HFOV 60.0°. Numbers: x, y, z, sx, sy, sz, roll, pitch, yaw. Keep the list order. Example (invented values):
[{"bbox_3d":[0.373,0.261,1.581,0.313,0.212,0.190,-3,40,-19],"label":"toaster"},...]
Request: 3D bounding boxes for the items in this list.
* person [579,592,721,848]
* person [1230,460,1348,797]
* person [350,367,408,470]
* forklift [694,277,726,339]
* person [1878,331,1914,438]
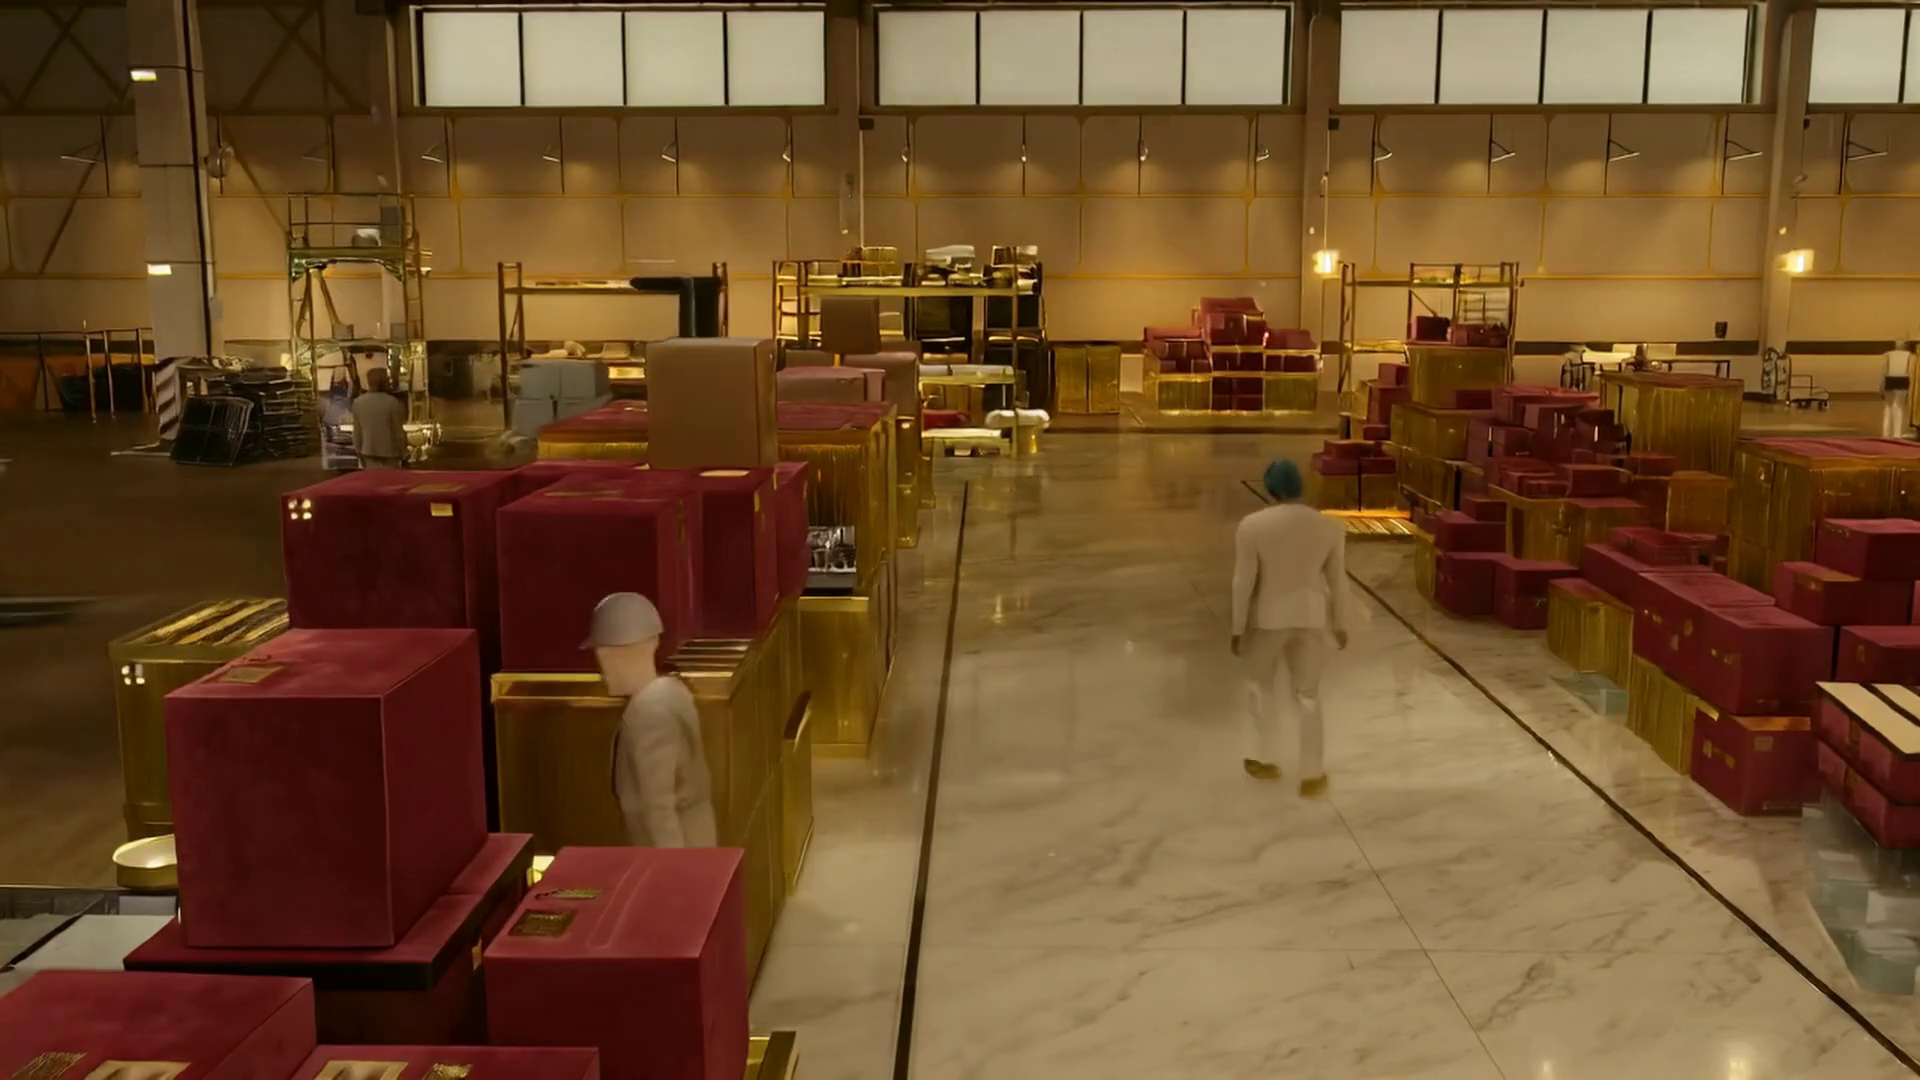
[{"bbox_3d":[-1.082,1.123,5.843,0.612,1.895,0.666,0,9,0],"label":"person"},{"bbox_3d":[1.886,0.492,9.574,0.722,1.910,0.614,-1,10,-6],"label":"person"},{"bbox_3d":[-6.139,-0.869,17.673,0.627,1.934,0.372,3,10,17],"label":"person"},{"bbox_3d":[-3.610,-2.402,24.023,1.873,2.768,1.129,-1,10,-5],"label":"forklift"},{"bbox_3d":[15.724,-2.550,27.904,0.563,1.879,1.012,5,11,28],"label":"person"}]
